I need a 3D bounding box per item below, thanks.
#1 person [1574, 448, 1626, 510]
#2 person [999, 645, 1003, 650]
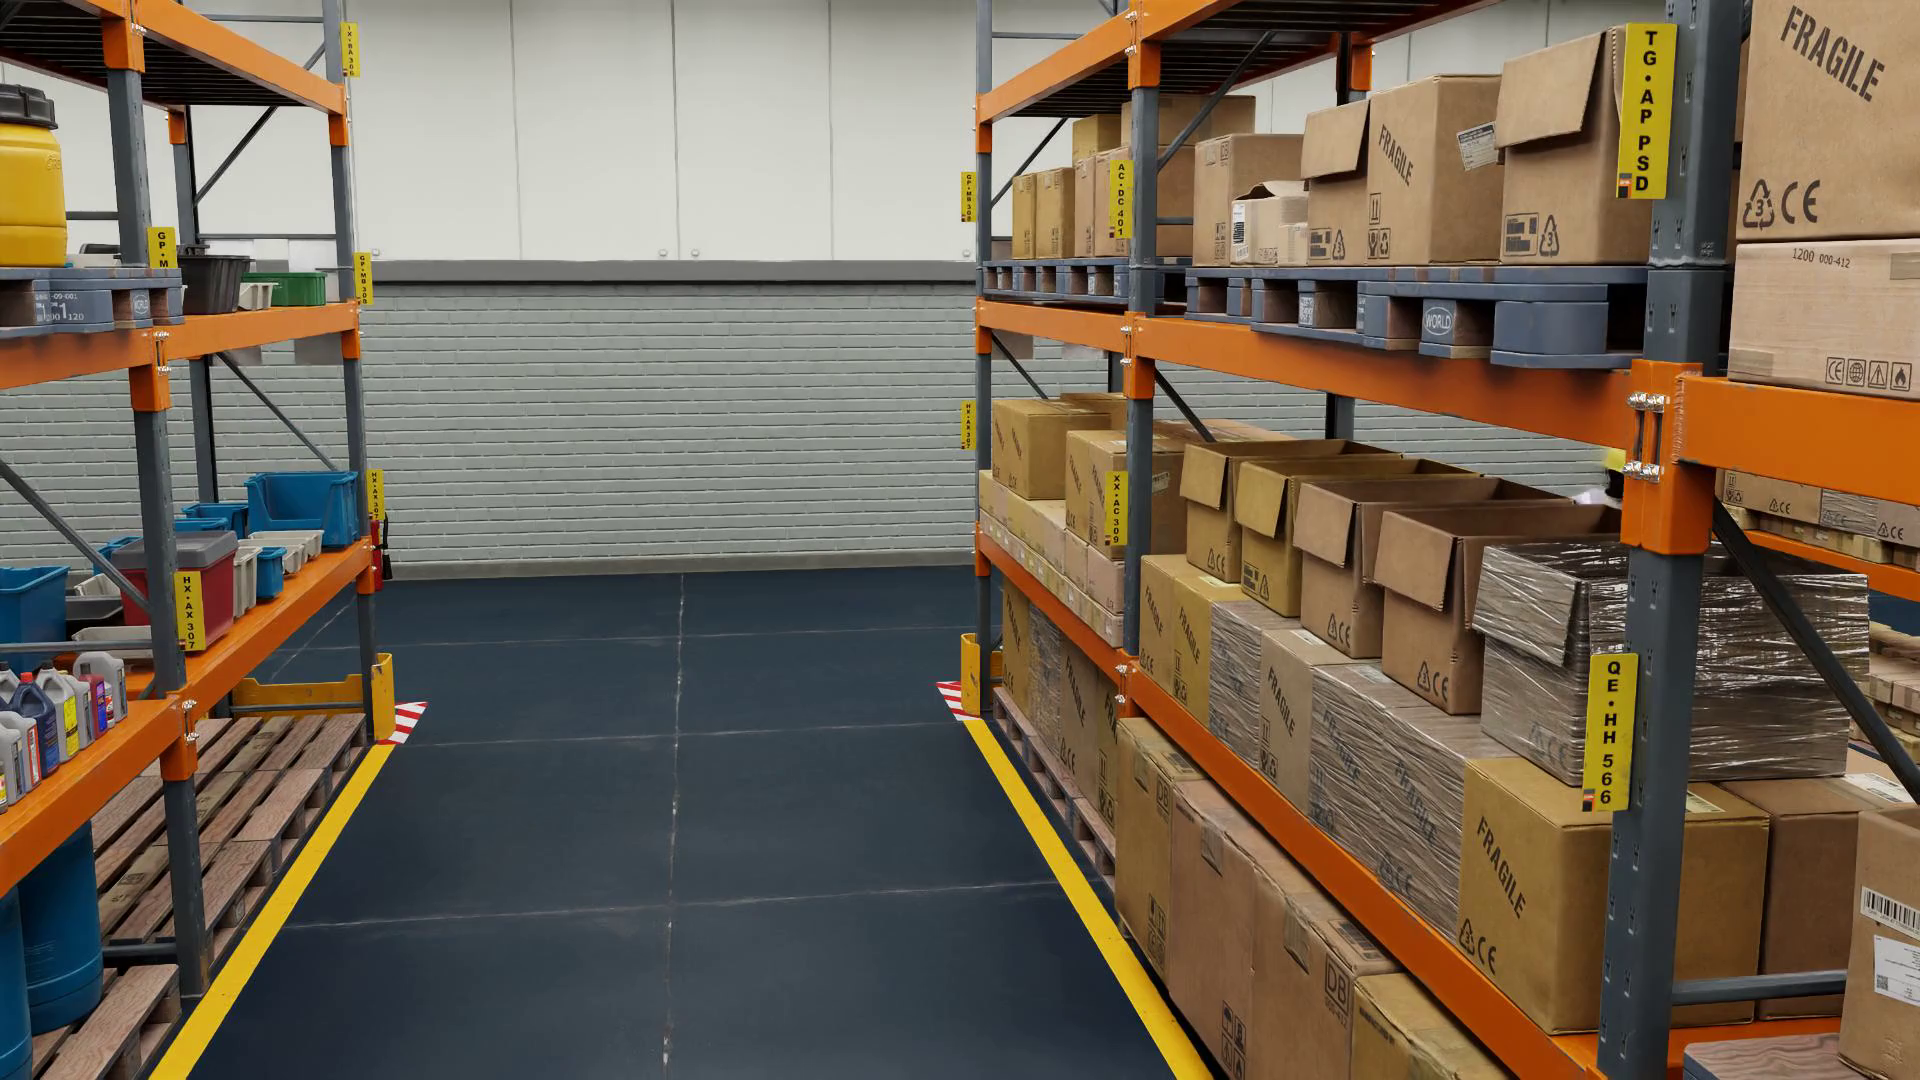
[{"bbox_3d":[4.311,0.314,10.970,0.610,1.901,0.603,-1,9,-5],"label":"person"},{"bbox_3d":[0.507,0.106,13.075,0.309,1.641,0.515,-3,10,-15],"label":"person"}]
